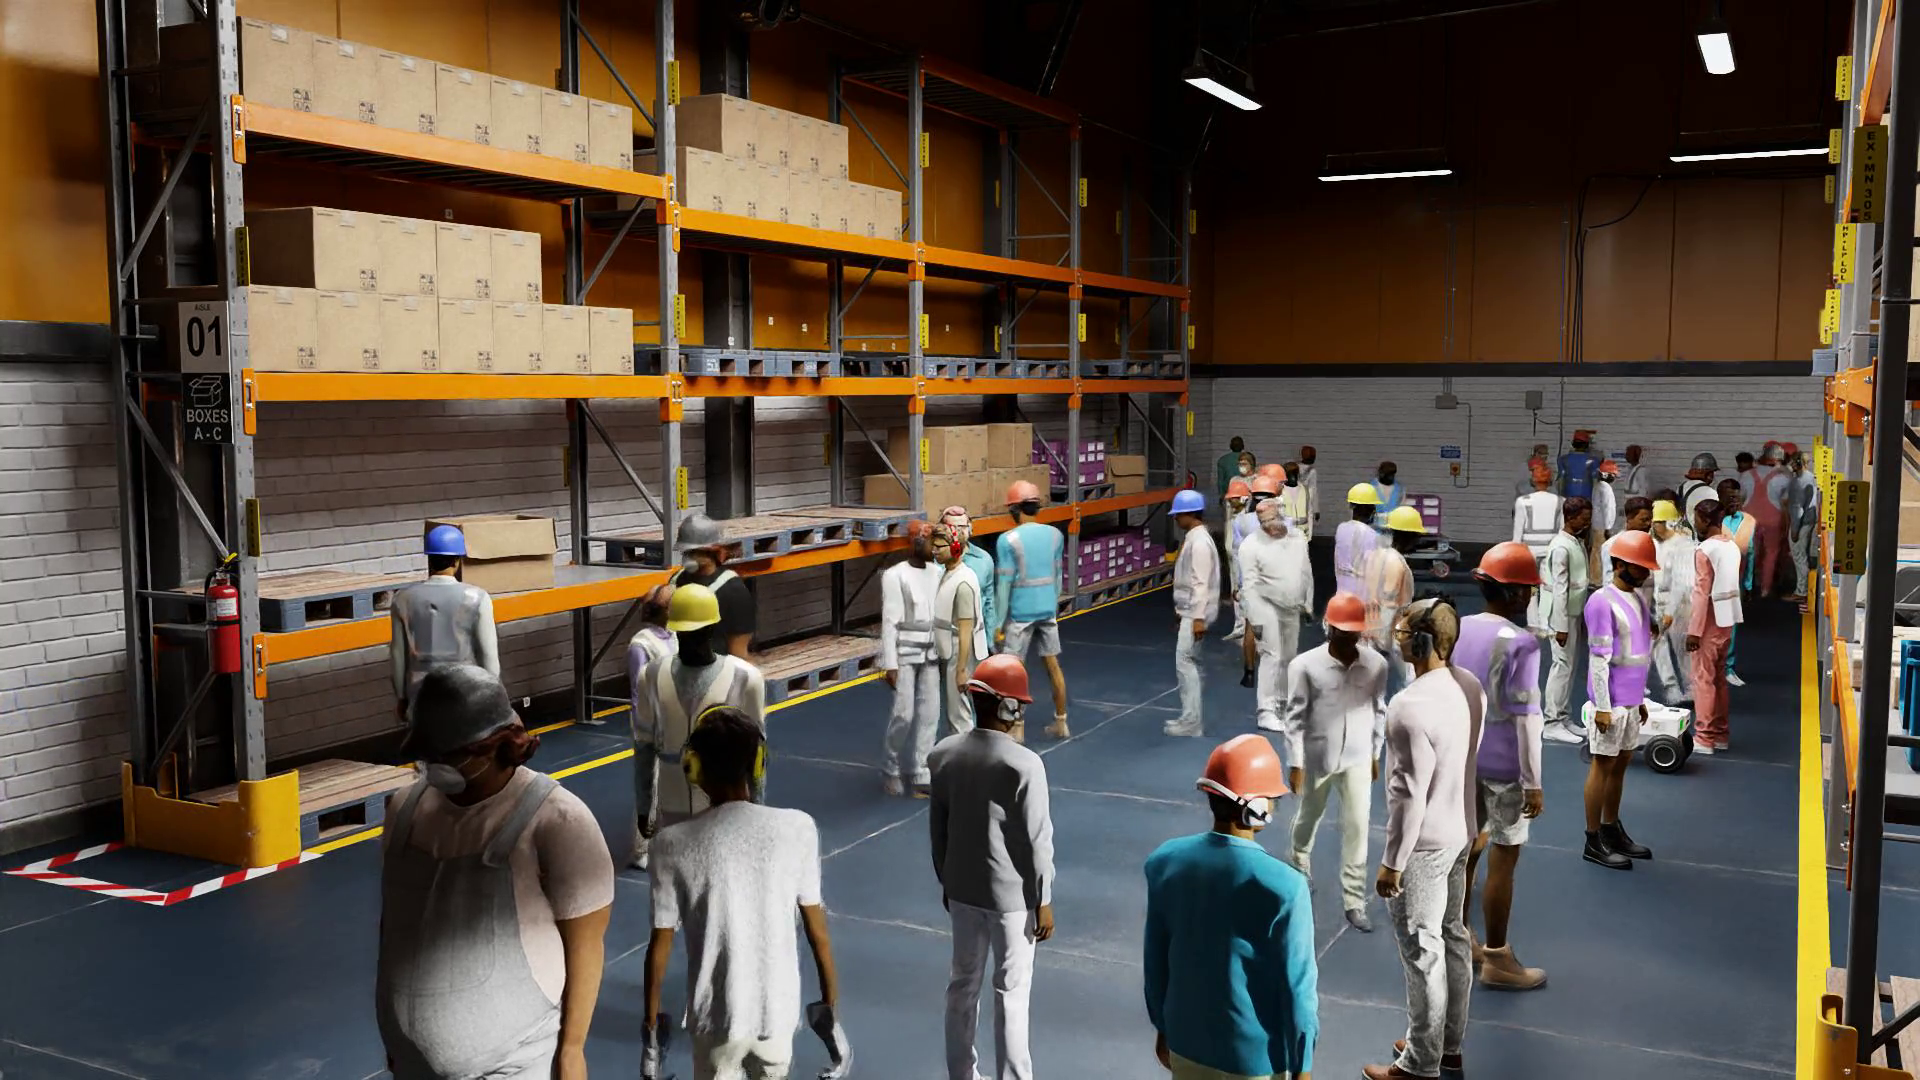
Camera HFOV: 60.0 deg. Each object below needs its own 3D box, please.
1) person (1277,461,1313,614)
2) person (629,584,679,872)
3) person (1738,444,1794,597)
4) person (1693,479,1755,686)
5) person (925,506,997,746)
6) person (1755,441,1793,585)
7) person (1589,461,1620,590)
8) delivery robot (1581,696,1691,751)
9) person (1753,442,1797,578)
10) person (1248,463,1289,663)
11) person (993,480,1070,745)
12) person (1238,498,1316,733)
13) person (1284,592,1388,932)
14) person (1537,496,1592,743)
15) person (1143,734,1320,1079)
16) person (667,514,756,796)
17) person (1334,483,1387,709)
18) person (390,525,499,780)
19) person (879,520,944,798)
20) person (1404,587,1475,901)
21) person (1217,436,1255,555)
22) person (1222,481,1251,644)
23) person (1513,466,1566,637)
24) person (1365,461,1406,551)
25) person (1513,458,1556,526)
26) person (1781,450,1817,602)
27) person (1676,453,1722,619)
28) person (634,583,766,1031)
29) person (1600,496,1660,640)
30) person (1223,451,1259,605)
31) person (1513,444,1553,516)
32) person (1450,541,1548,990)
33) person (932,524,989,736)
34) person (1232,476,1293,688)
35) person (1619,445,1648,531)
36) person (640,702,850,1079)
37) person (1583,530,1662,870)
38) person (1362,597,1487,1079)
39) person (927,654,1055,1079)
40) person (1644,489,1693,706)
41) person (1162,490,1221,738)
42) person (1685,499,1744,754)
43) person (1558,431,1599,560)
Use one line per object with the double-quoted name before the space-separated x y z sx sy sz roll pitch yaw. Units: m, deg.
"person" 3.957 -0.020 19.961 0.626 1.844 0.429 -1 5 -13
"person" -1.704 1.061 9.457 0.314 1.634 0.522 2 6 20
"person" 10.468 -0.267 21.548 0.566 2.000 0.704 -5 7 -41
"person" 6.973 0.389 15.224 0.584 1.911 0.391 -1 5 -11
"person" -0.033 0.717 11.667 0.639 1.910 0.407 -2 6 -20
"person" 11.116 -0.363 22.814 0.608 1.996 0.379 -2 6 -17
"person" 8.649 -0.192 22.313 0.347 1.743 0.563 1 5 7
"delivery robot" 4.873 1.308 12.004 0.707 0.478 0.477 3 6 30
"person" 11.555 -0.422 23.642 0.692 1.966 0.426 1 5 14
"person" 3.076 0.236 16.403 0.438 1.981 0.630 -2 6 -23
"person" 0.515 0.552 12.800 0.624 2.042 0.404 -3 6 -33
"person" 2.547 0.587 13.291 0.688 1.867 0.469 -4 6 -35
"person" 1.946 1.097 8.705 0.586 1.706 0.885 0 5 -4
"person" 4.690 0.606 12.883 0.396 1.909 0.599 3 6 30
"person" 0.800 1.429 4.824 0.573 1.748 0.342 5 7 45
"person" -1.541 0.805 10.012 0.684 2.000 0.859 5 7 43
"person" 3.386 0.480 14.110 0.362 1.928 0.587 -2 6 -17
"person" -2.983 0.883 9.674 0.615 1.945 0.404 0 5 0
"person" -0.322 0.796 11.077 0.653 1.853 0.630 -5 7 -44
"person" 2.545 1.094 8.873 0.423 1.668 0.621 -2 6 -24
"person" 4.474 -0.712 26.882 0.631 1.940 0.372 2 6 18
"person" 2.969 0.239 17.713 0.354 1.742 0.561 -1 5 -13
"person" 6.320 0.130 18.138 0.595 1.880 0.531 0 5 2
"person" 5.434 -0.146 21.614 0.660 1.798 0.853 -1 5 -10
"person" 8.060 -0.287 23.342 0.573 1.734 0.416 2 6 19
"person" 10.686 -0.171 21.147 0.368 1.932 0.622 4 7 38
"person" 8.075 0.052 18.118 0.535 2.000 0.683 -1 5 -8
"person" -1.139 1.120 7.400 0.596 1.904 0.812 1 5 9
"person" 5.175 0.607 12.864 0.599 1.909 0.402 -3 6 -31
"person" 3.554 -0.132 20.652 0.372 1.939 0.631 -5 7 -42
"person" 8.563 -0.500 24.878 0.670 1.882 0.510 -2 6 -21
"person" 2.485 1.023 7.660 0.391 2.040 0.615 -2 6 -19
"person" -0.009 0.806 11.110 0.382 1.837 0.565 -1 5 -10
"person" 2.744 0.386 15.137 0.548 1.924 0.389 1 5 8
"person" 10.054 -0.491 24.862 0.404 1.867 0.580 1 5 11
"person" -0.613 1.394 4.752 0.598 1.840 0.439 -2 6 -21
"person" 3.809 0.903 9.558 0.368 1.929 0.542 5 7 45
"person" 1.812 1.184 6.482 0.372 1.940 0.632 4 7 39
"person" 0.142 1.299 6.275 0.563 1.743 0.337 5 7 41
"person" 6.109 0.479 14.501 0.608 1.863 1.046 -1 5 -14
"person" 1.816 0.571 13.091 0.458 1.933 0.653 0 5 5
"person" 5.642 0.644 12.478 0.411 1.906 0.603 5 7 44
"person" 9.727 -0.696 26.146 0.611 2.042 0.395 3 6 32
